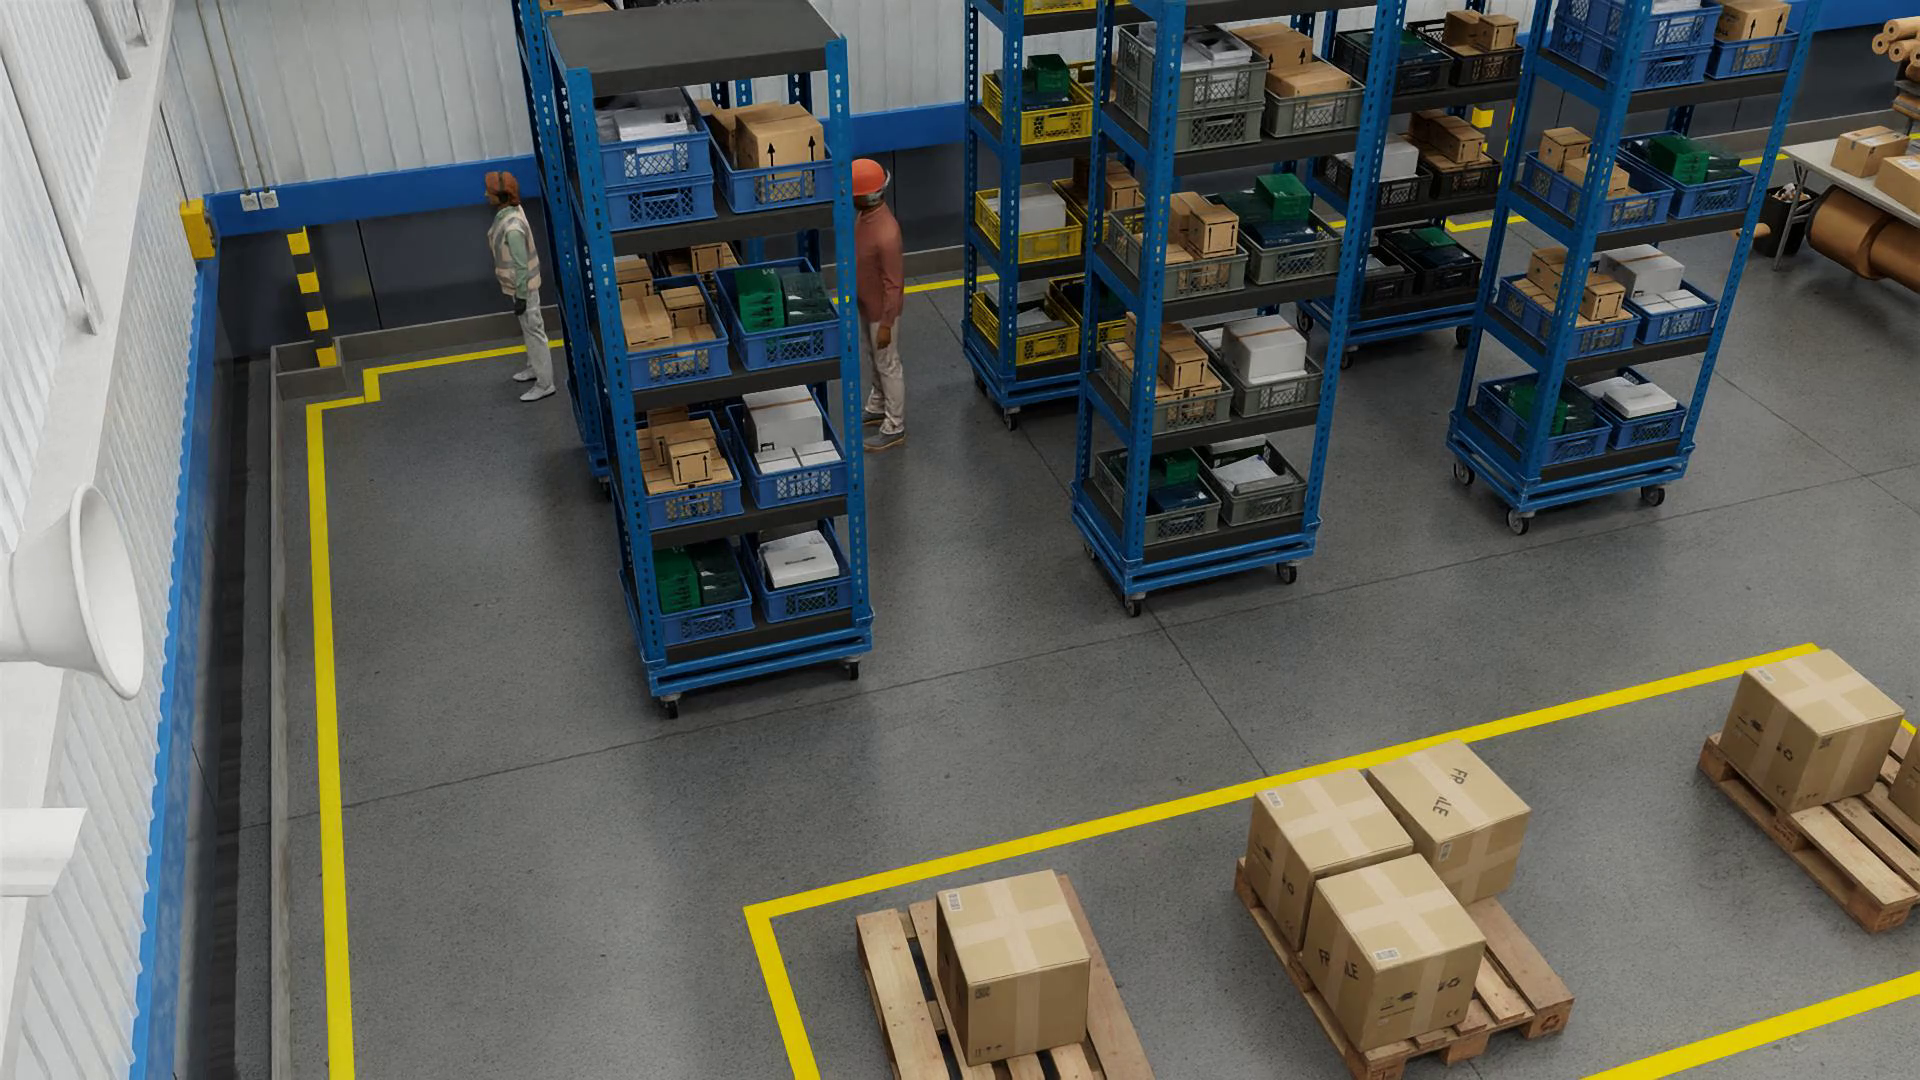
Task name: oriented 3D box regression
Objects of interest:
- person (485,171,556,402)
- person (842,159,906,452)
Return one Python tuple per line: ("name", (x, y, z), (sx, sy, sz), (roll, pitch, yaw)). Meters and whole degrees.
("person", (-2.992, -1.733, 11.307), (0.309, 1.641, 0.514), (-11, 37, -15))
("person", (-0.552, -1.511, 10.697), (0.392, 1.986, 0.610), (-11, 37, -15))
